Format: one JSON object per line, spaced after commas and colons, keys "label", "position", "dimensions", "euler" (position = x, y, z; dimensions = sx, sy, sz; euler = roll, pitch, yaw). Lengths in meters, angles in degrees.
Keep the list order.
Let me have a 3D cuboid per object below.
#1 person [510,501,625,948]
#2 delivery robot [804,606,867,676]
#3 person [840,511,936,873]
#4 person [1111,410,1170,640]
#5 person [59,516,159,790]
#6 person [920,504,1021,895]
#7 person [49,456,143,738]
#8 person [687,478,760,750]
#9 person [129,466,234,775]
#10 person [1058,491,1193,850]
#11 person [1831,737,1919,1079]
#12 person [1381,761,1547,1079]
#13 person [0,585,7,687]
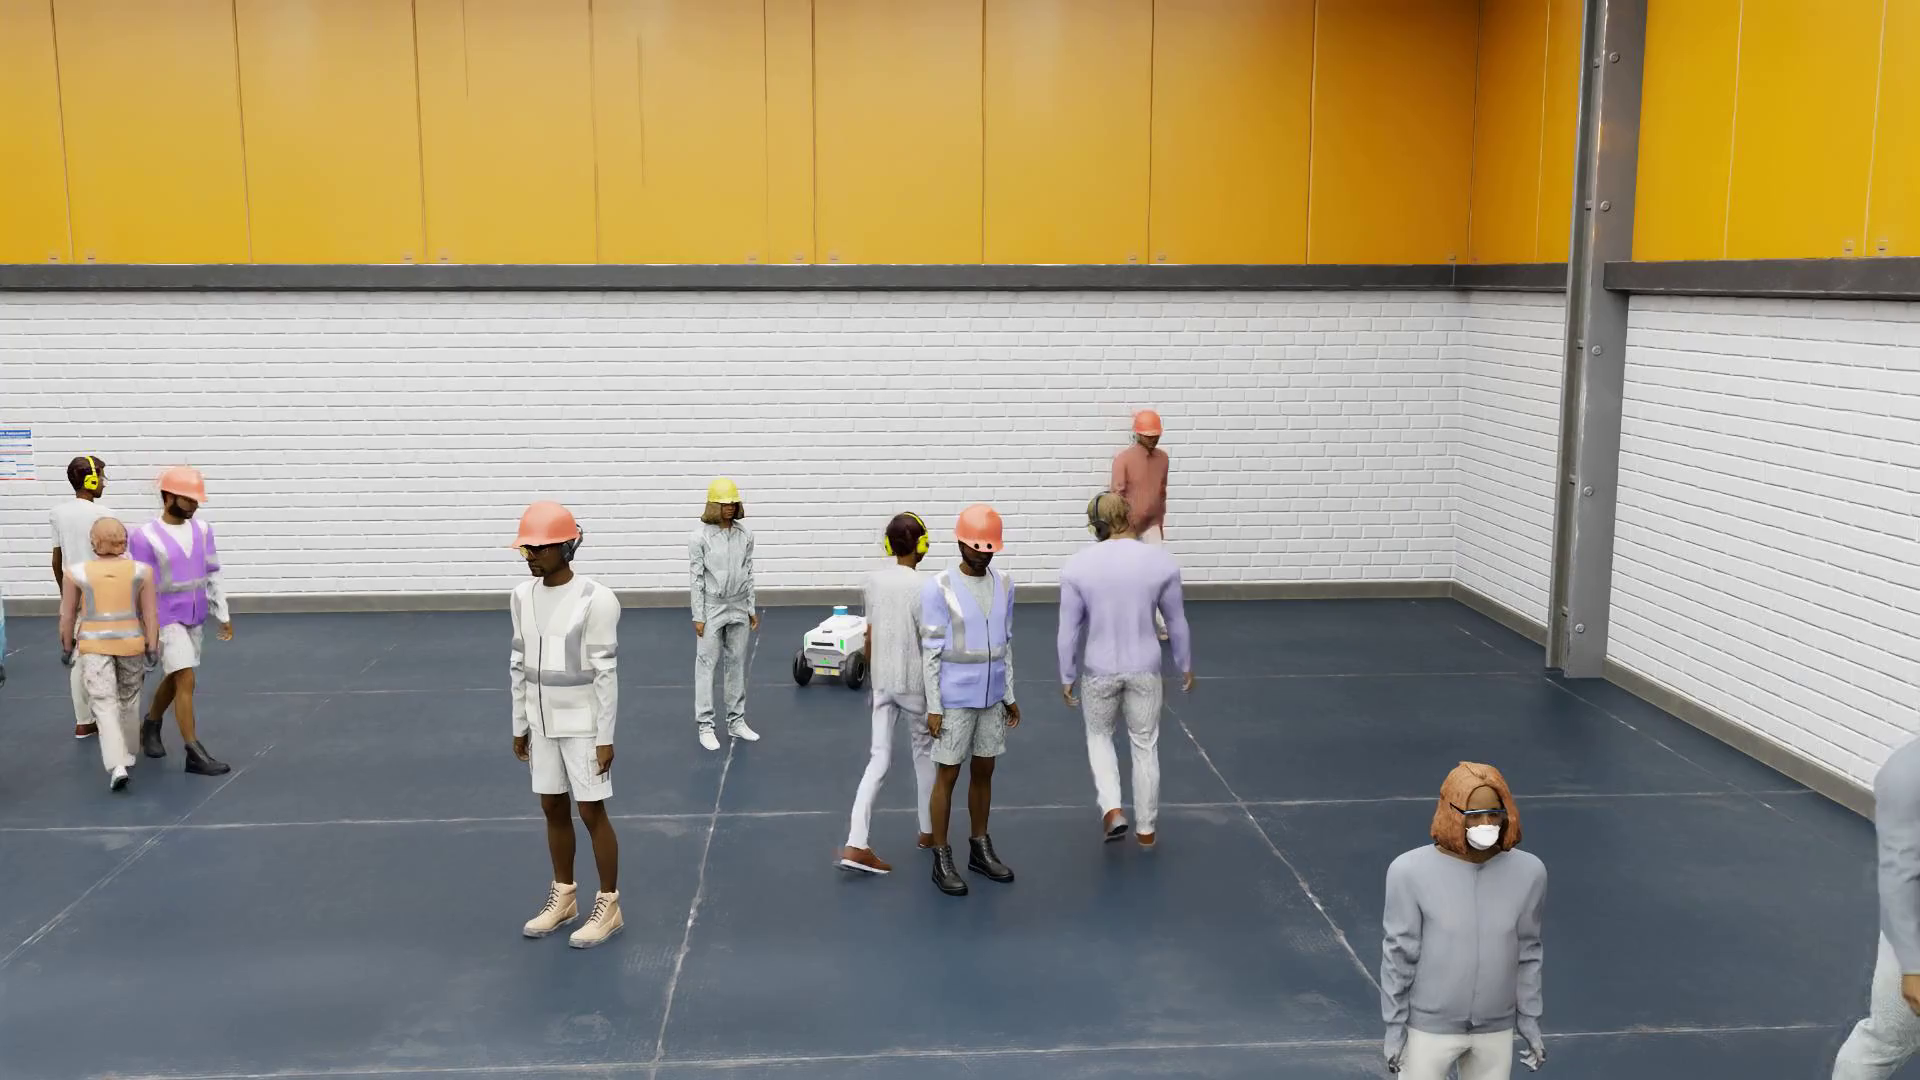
{"label": "person", "position": [-1.810, 0.831, 7.540], "dimensions": [0.606, 2.038, 0.392], "euler": [5, 10, 30]}
{"label": "delivery robot", "position": [-0.889, 0.737, 12.448], "dimensions": [0.477, 0.478, 0.707], "euler": [3, 9, 18]}
{"label": "person", "position": [-0.324, 0.777, 8.552], "dimensions": [0.505, 1.826, 0.897], "euler": [4, 10, 26]}
{"label": "person", "position": [1.475, -0.141, 13.965], "dimensions": [0.666, 1.935, 1.047], "euler": [-5, 11, -31]}
{"label": "person", "position": [-5.060, 0.662, 9.937], "dimensions": [0.527, 1.602, 0.824], "euler": [-6, 11, -35]}
{"label": "person", "position": [0.071, 0.774, 8.213], "dimensions": [0.542, 1.928, 0.374], "euler": [-6, 11, -35]}
{"label": "person", "position": [-5.670, 0.379, 10.894], "dimensions": [0.517, 1.865, 0.328], "euler": [2, 9, 14]}
{"label": "person", "position": [-1.512, 0.466, 10.725], "dimensions": [0.487, 1.744, 0.294], "euler": [-8, 12, -42]}
{"label": "person", "position": [-4.878, 0.469, 10.298], "dimensions": [0.936, 1.884, 0.553], "euler": [4, 10, 24]}
{"label": "person", "position": [0.883, 0.702, 8.746], "dimensions": [0.737, 1.907, 0.455], "euler": [0, 9, 2]}
{"label": "person", "position": [3.131, 1.277, 5.204], "dimensions": [0.642, 1.896, 0.986], "euler": [-1, 9, -6]}
{"label": "person", "position": [1.481, 1.446, 4.906], "dimensions": [0.499, 1.634, 0.279], "euler": [-1, 9, -7]}
{"label": "person", "position": [-5.762, 0.725, 9.538], "dimensions": [0.521, 1.613, 0.789], "euler": [-4, 10, -21]}
